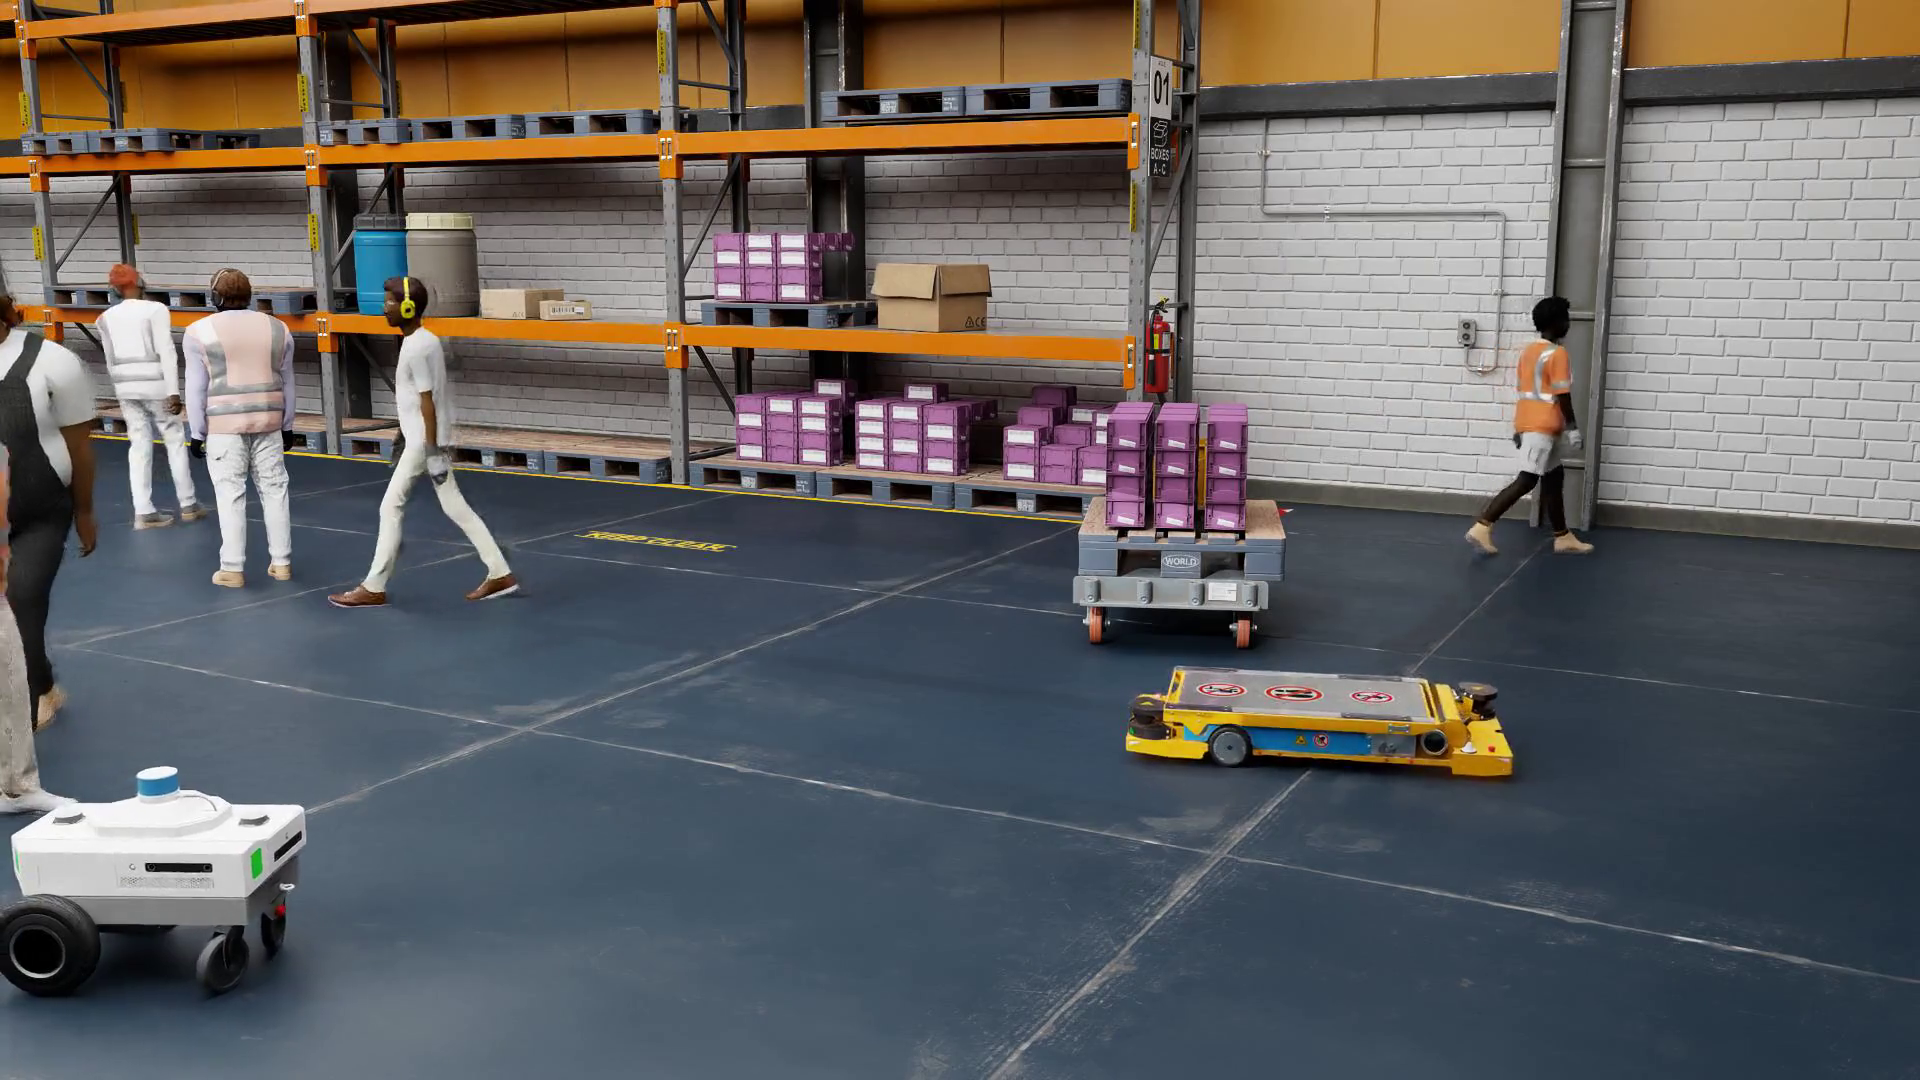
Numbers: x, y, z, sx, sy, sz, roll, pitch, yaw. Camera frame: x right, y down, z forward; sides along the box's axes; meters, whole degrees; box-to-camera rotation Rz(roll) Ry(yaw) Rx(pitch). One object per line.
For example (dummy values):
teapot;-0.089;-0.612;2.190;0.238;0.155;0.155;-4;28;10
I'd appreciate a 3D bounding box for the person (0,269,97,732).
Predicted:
person;-3.762;-0.166;6.482;0.695;2.000;1.029;-1;10;-7

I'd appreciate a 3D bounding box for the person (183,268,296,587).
person;-4.180;-0.651;9.683;0.625;1.846;0.429;-10;14;-43

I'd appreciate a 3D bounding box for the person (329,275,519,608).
person;-2.943;-0.533;9.128;0.993;1.823;0.517;-1;10;-5

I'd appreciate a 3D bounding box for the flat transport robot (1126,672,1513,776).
flat transport robot;1.404;0.701;6.583;1.431;0.197;0.652;2;11;11

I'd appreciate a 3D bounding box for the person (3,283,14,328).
person;-9.014;-1.783;15.666;0.660;1.919;0.757;3;11;18

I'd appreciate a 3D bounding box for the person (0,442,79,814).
person;-3.510;0.200;5.660;0.681;1.613;0.545;0;10;3

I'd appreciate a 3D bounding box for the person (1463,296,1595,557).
person;3.622;-0.712;10.522;0.852;1.663;0.541;0;10;1

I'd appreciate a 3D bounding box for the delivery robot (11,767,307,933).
delivery robot;-2.202;0.873;4.607;0.707;0.478;0.477;0;10;1

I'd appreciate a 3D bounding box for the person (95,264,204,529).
person;-5.707;-1.022;11.739;0.660;1.831;0.769;1;10;5
